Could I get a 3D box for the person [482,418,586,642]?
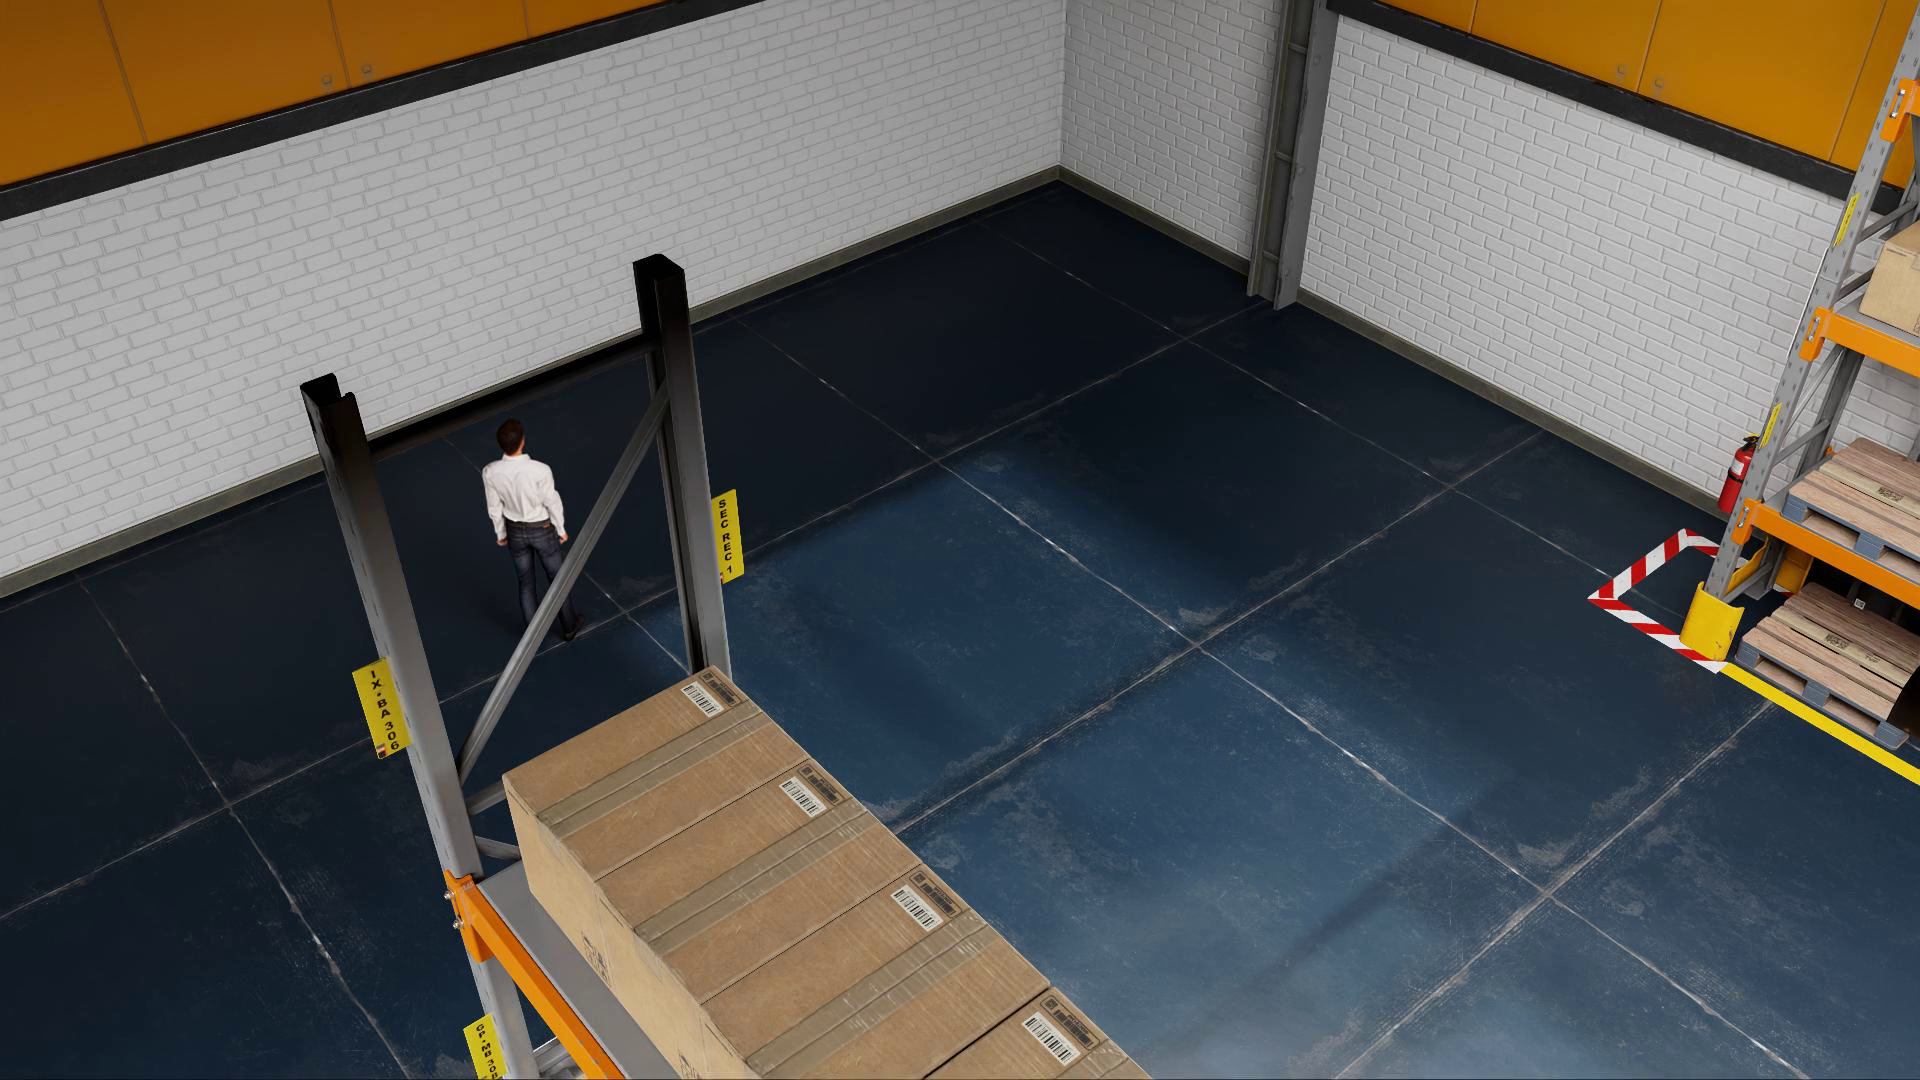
[{"bbox_3d":[-2.999,-0.043,11.638,0.736,1.871,0.776,0,39,0],"label":"person"}]
